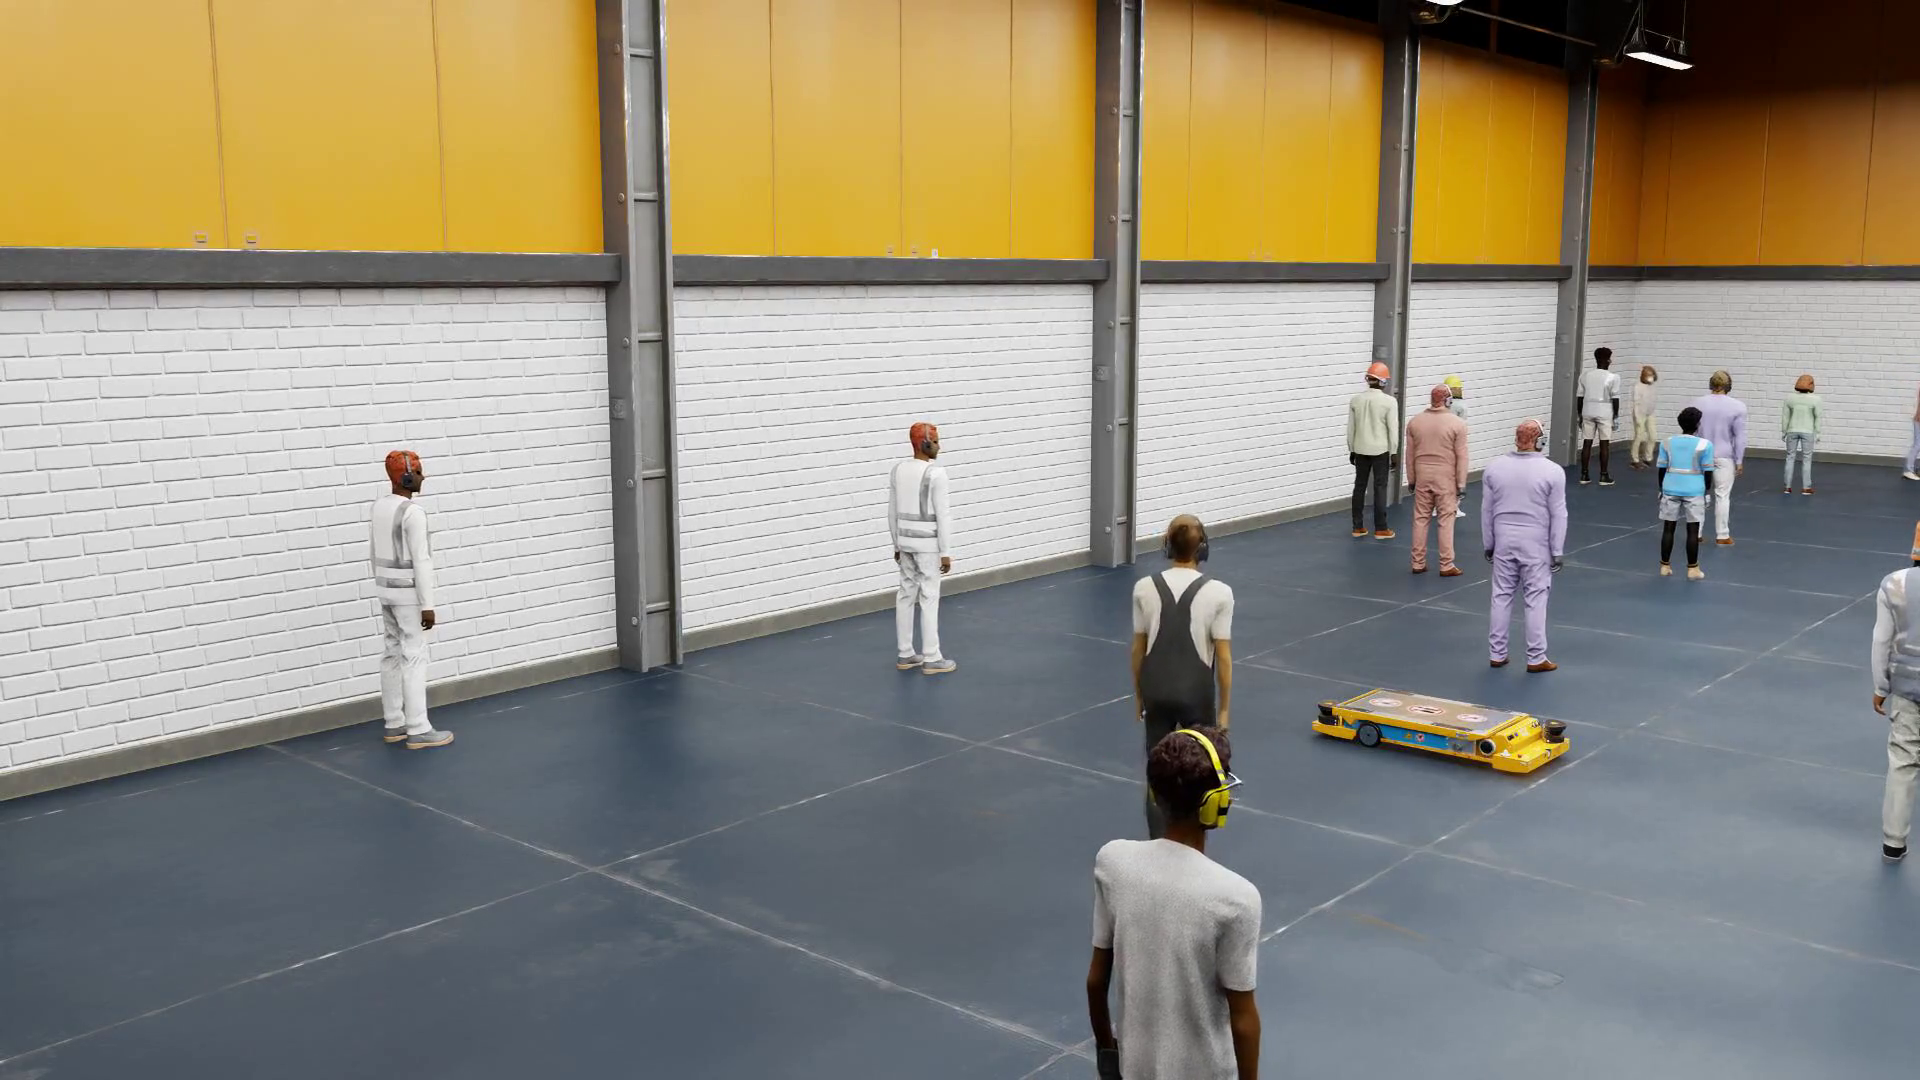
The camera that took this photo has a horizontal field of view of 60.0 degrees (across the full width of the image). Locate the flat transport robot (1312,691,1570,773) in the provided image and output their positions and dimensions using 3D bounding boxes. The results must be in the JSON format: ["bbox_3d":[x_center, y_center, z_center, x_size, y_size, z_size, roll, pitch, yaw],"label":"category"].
[{"bbox_3d":[3.022,1.178,10.503,1.431,0.197,0.652,8,12,40],"label":"flat transport robot"}]

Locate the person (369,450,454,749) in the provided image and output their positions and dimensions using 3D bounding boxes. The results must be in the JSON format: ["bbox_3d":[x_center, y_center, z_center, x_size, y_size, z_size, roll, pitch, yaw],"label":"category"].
[{"bbox_3d":[-3.501,0.373,10.516,0.576,1.881,0.354,8,12,42],"label":"person"}]

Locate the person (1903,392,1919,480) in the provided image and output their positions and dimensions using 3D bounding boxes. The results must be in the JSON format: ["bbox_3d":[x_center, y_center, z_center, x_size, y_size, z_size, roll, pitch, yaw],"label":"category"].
[{"bbox_3d":[13.976,-1.702,24.024,0.540,1.724,0.647,-3,10,-20],"label":"person"}]

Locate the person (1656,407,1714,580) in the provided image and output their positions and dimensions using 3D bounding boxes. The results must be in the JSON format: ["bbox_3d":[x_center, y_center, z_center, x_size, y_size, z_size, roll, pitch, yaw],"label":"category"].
[{"bbox_3d":[7.095,-0.456,16.297,0.537,1.695,0.321,8,12,42],"label":"person"}]

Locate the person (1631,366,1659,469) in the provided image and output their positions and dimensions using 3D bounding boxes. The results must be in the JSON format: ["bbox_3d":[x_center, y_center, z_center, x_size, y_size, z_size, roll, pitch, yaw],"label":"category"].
[{"bbox_3d":[10.497,-1.881,25.545,0.527,1.587,0.505,-3,10,-19],"label":"person"}]

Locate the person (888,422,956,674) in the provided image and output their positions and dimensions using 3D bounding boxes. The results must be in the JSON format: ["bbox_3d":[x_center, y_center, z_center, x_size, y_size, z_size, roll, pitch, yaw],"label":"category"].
[{"bbox_3d":[-0.291,0.060,12.479,0.576,1.881,0.354,8,12,42],"label":"person"}]

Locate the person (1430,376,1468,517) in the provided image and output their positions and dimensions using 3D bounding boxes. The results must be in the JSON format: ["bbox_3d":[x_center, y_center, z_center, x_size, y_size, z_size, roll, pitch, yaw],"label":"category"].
[{"bbox_3d":[6.037,-1.155,20.549,0.488,1.740,0.318,8,12,42],"label":"person"}]

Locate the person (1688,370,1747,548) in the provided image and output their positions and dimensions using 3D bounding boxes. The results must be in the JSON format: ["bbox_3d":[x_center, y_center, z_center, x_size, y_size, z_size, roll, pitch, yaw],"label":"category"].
[{"bbox_3d":[8.279,-0.888,18.258,0.629,1.939,0.371,8,12,42],"label":"person"}]

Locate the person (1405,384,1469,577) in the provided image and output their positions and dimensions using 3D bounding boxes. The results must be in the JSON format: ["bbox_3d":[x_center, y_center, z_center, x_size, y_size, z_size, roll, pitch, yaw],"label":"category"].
[{"bbox_3d":[4.744,-0.593,16.501,0.643,1.908,0.399,8,12,42],"label":"person"}]

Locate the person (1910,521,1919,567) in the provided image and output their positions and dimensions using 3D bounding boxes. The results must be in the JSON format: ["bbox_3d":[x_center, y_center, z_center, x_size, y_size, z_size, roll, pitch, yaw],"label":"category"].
[{"bbox_3d":[6.565,0.390,10.985,0.537,1.695,0.321,8,12,42],"label":"person"}]

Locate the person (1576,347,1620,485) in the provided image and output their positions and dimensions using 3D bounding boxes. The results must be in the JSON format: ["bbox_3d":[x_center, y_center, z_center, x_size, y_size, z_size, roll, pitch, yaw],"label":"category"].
[{"bbox_3d":[9.084,-1.765,23.680,0.609,1.963,0.368,8,12,42],"label":"person"}]

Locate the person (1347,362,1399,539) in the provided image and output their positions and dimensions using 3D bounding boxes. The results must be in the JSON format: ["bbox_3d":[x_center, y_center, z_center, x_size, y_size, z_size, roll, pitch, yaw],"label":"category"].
[{"bbox_3d":[4.691,-1.013,18.863,0.613,1.994,0.391,8,12,42],"label":"person"}]

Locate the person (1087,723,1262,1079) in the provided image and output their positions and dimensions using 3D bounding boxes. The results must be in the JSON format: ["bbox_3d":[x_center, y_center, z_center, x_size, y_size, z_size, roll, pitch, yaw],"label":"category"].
[{"bbox_3d":[0.552,1.382,4.216,0.514,1.871,0.327,8,12,42],"label":"person"}]

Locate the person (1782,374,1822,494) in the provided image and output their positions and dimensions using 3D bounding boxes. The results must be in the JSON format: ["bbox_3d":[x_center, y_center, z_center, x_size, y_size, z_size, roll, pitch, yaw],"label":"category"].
[{"bbox_3d":[11.455,-1.437,22.658,0.502,1.632,0.279,8,12,42],"label":"person"}]

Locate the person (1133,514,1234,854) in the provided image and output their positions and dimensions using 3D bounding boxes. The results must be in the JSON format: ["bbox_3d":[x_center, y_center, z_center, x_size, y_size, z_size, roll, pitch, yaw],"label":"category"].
[{"bbox_3d":[1.076,0.788,8.113,0.512,1.823,0.429,3,10,20],"label":"person"}]

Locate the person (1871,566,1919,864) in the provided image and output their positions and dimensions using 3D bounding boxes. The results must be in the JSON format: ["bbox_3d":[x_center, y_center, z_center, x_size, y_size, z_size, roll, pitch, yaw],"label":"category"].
[{"bbox_3d":[4.890,0.748,8.321,0.592,1.828,0.404,8,12,42],"label":"person"}]

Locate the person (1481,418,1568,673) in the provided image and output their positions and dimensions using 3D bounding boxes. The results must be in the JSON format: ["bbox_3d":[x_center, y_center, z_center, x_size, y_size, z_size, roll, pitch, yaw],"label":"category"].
[{"bbox_3d":[4.255,0.040,12.531,0.643,1.908,0.399,8,12,42],"label":"person"}]
